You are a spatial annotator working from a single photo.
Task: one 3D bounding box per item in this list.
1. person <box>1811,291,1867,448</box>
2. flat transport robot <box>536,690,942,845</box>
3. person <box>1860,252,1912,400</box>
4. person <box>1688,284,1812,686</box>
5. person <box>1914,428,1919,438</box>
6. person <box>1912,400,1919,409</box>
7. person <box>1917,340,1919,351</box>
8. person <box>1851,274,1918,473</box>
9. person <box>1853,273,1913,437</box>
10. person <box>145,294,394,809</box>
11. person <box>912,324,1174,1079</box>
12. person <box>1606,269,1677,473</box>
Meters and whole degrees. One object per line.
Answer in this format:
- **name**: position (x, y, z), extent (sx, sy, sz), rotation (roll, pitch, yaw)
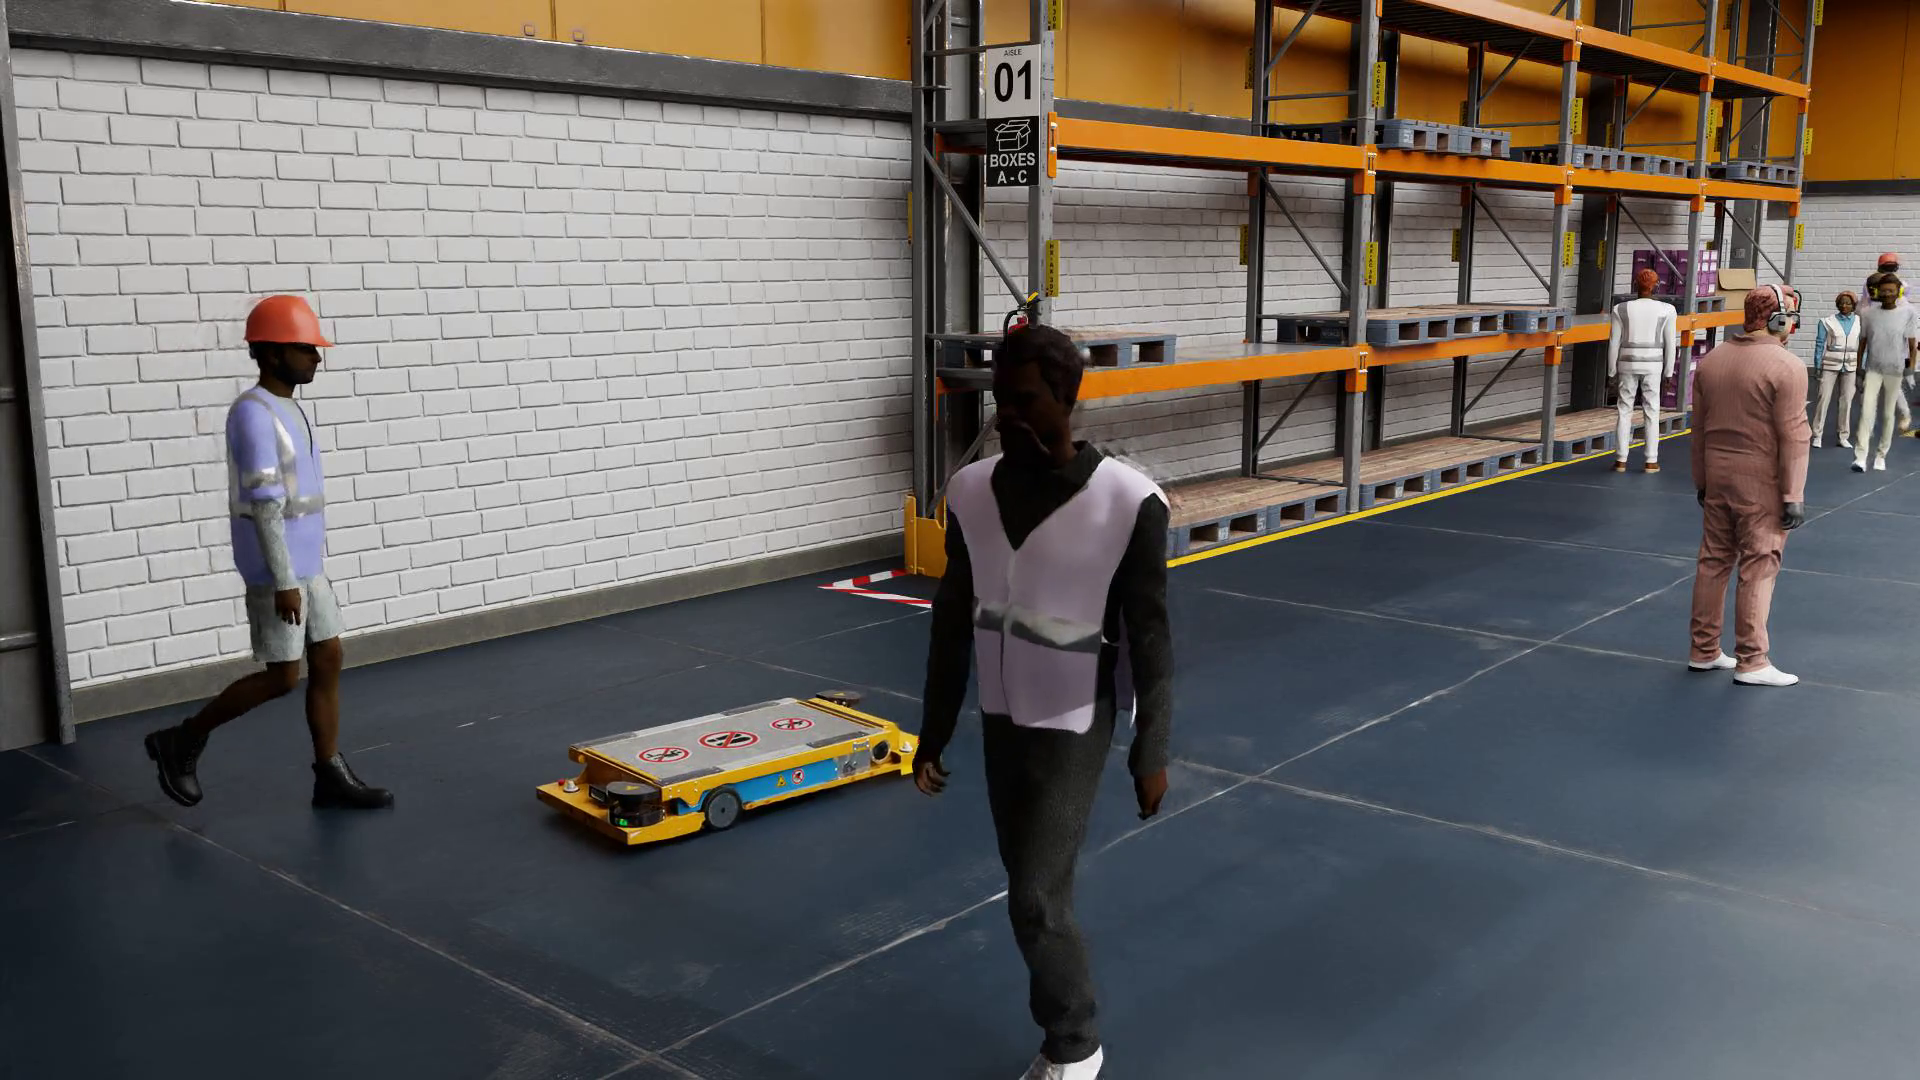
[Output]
- **person**: position (9.145, -1.765, 17.282), extent (0.514, 1.636, 0.315), rotation (2, 10, 11)
- **flat transport robot**: position (-0.817, 0.836, 6.356), extent (1.431, 0.197, 0.652), rotation (-9, 13, -41)
- **person**: position (12.638, -2.926, 22.801), extent (0.607, 2.026, 0.413), rotation (1, 10, 8)
- **person**: position (3.801, -0.264, 7.965), extent (0.401, 1.906, 0.651), rotation (-3, 10, -18)
- **person**: position (10.629, -1.909, 17.700), extent (0.881, 1.771, 0.584), rotation (-8, 13, -37)
- **person**: position (12.431, -2.508, 20.789), extent (0.648, 1.892, 1.007), rotation (-4, 11, -20)
- **person**: position (13.092, -2.648, 22.332), extent (0.495, 1.621, 0.540), rotation (-1, 10, -8)
- **person**: position (8.514, -1.517, 15.314), extent (0.536, 1.825, 0.935), rotation (7, 12, 33)
- **person**: position (10.188, -2.034, 18.338), extent (0.660, 1.815, 0.666), rotation (-7, 12, -34)
- **person**: position (-2.525, 0.076, 6.009), extent (0.748, 1.919, 0.539), rotation (0, 10, -3)
- **person**: position (0.166, 0.452, 3.897), extent (0.606, 1.897, 0.512), rotation (9, 14, 43)
- **person**: position (6.305, -1.561, 15.416), extent (0.585, 1.882, 0.337), rotation (4, 11, 21)
